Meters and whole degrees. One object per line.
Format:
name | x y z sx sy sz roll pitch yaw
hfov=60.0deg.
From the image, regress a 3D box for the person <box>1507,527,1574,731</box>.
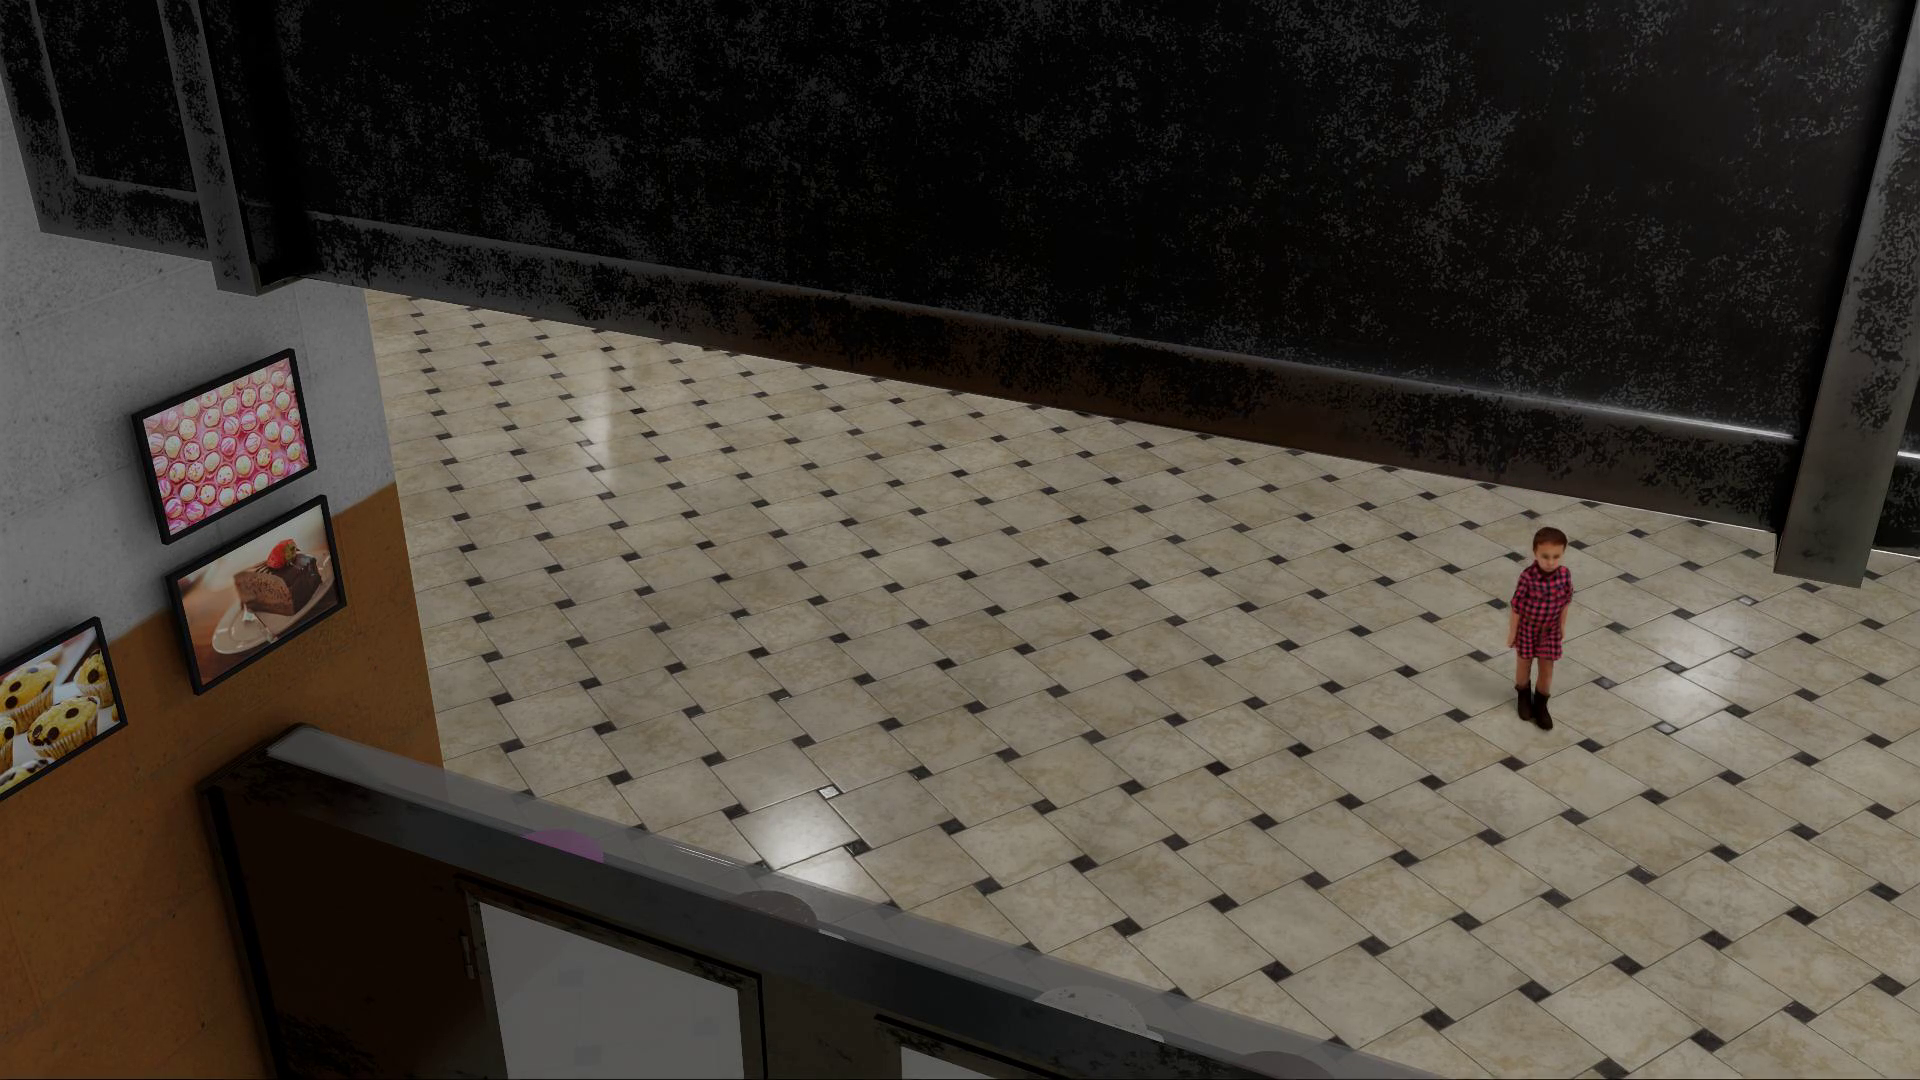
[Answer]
person | 2.796 0.383 8.048 0.521 1.010 0.597 2 27 4
